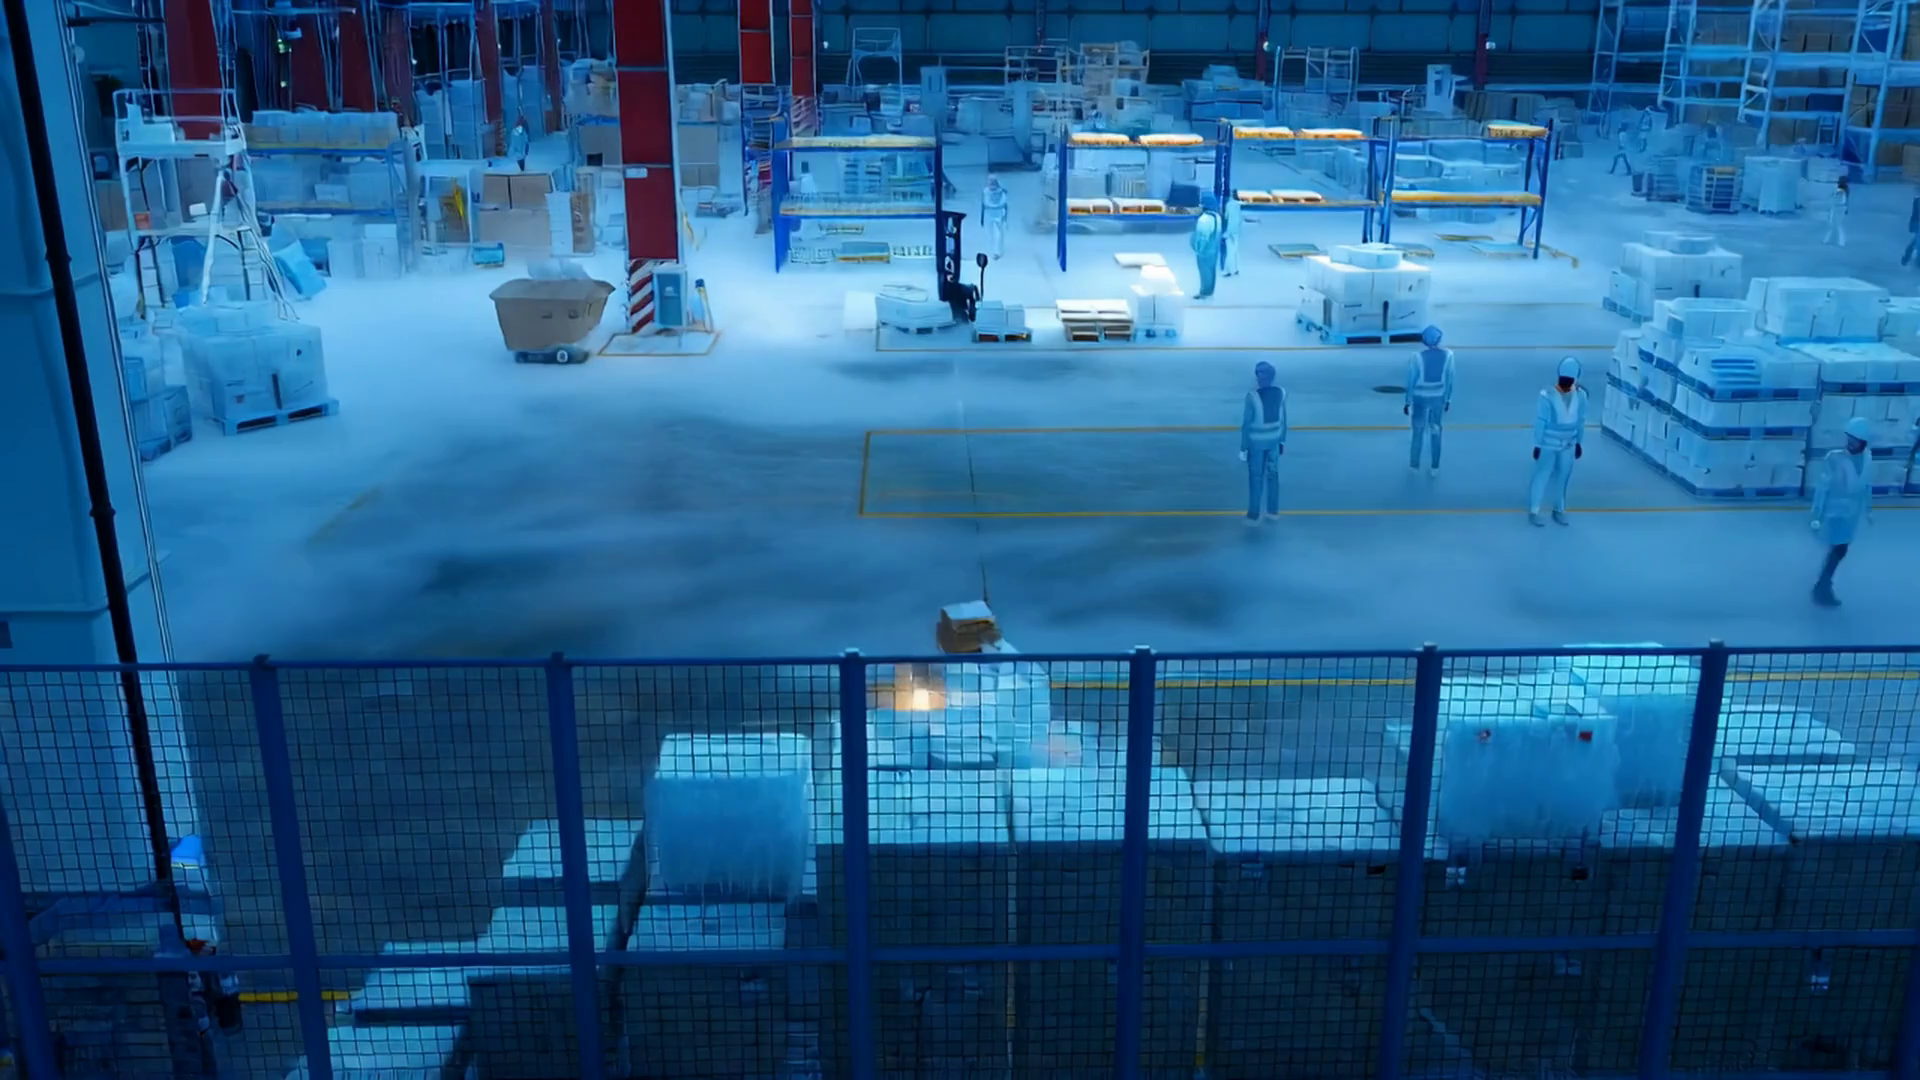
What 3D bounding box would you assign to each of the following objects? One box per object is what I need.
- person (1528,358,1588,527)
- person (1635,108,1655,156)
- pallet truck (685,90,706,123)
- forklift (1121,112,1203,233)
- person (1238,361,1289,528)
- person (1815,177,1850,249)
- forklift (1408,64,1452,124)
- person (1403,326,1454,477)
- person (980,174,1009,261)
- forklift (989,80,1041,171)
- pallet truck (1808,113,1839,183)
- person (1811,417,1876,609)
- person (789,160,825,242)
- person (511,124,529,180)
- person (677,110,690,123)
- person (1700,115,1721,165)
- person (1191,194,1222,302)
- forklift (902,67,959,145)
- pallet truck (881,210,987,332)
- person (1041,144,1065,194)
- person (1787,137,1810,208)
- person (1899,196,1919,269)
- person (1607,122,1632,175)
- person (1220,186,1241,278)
[{"bbox_3d":[6.684,-1.091,18.567,0.602,1.939,0.421,-3,19,-10],"label":"person"},{"bbox_3d":[23.862,-14.235,57.997,0.579,1.645,0.881,10,21,27],"label":"person"},{"bbox_3d":[-9.671,-15.907,62.421,0.823,1.965,1.885,5,19,15],"label":"pallet truck"},{"bbox_3d":[4.929,-8.923,40.343,1.873,2.768,1.129,-1,19,-2],"label":"forklift"},{"bbox_3d":[3.377,-1.064,18.565,0.576,1.881,0.352,-8,20,-22],"label":"person"},{"bbox_3d":[20.101,-7.500,38.097,0.534,1.589,0.857,-10,21,-28],"label":"person"},{"bbox_3d":[18.204,-16.761,63.594,1.873,2.768,1.129,-12,22,-32],"label":"forklift"},{"bbox_3d":[5.744,-1.698,20.441,0.573,1.887,0.354,-1,19,-3],"label":"person"},{"bbox_3d":[0.770,-7.088,36.433,0.646,1.882,0.647,2,19,7],"label":"person"},{"bbox_3d":[1.889,-13.266,53.225,1.873,2.768,1.129,-1,19,-2],"label":"forklift"},{"bbox_3d":[26.403,-11.957,50.702,0.823,1.965,1.885,6,19,16],"label":"pallet truck"},{"bbox_3d":[8.603,-0.257,16.114,0.556,1.921,0.521,-7,20,-20],"label":"person"},{"bbox_3d":[-3.643,-7.920,38.891,1.003,1.883,0.645,-1,19,-4],"label":"person"},{"bbox_3d":[-13.542,-11.978,51.284,0.531,1.659,0.858,3,19,9],"label":"person"},{"bbox_3d":[-8.951,-12.915,53.727,0.595,1.890,0.963,2,19,7],"label":"person"},{"bbox_3d":[23.321,-12.188,51.564,0.721,1.885,0.472,4,19,12],"label":"person"},{"bbox_3d":[4.655,-5.568,31.683,0.537,2.000,0.679,11,21,29],"label":"person"},{"bbox_3d":[-1.117,-15.934,61.139,1.873,2.768,1.129,-10,21,-28],"label":"forklift"},{"bbox_3d":[-0.493,-4.759,29.349,1.885,1.965,0.823,-13,23,-34],"label":"pallet truck"},{"bbox_3d":[2.457,-9.518,43.801,0.616,1.794,0.983,14,23,36],"label":"person"},{"bbox_3d":[22.507,-9.846,44.600,0.635,1.881,1.050,-8,20,-22],"label":"person"},{"bbox_3d":[20.356,-6.602,34.996,0.608,1.871,0.960,-10,21,-28],"label":"person"},{"bbox_3d":[20.878,-12.315,52.315,0.540,1.650,0.738,-17,25,-40],"label":"person"},{"bbox_3d":[5.586,-6.335,34.241,0.322,1.861,0.520,14,23,35],"label":"person"}]
